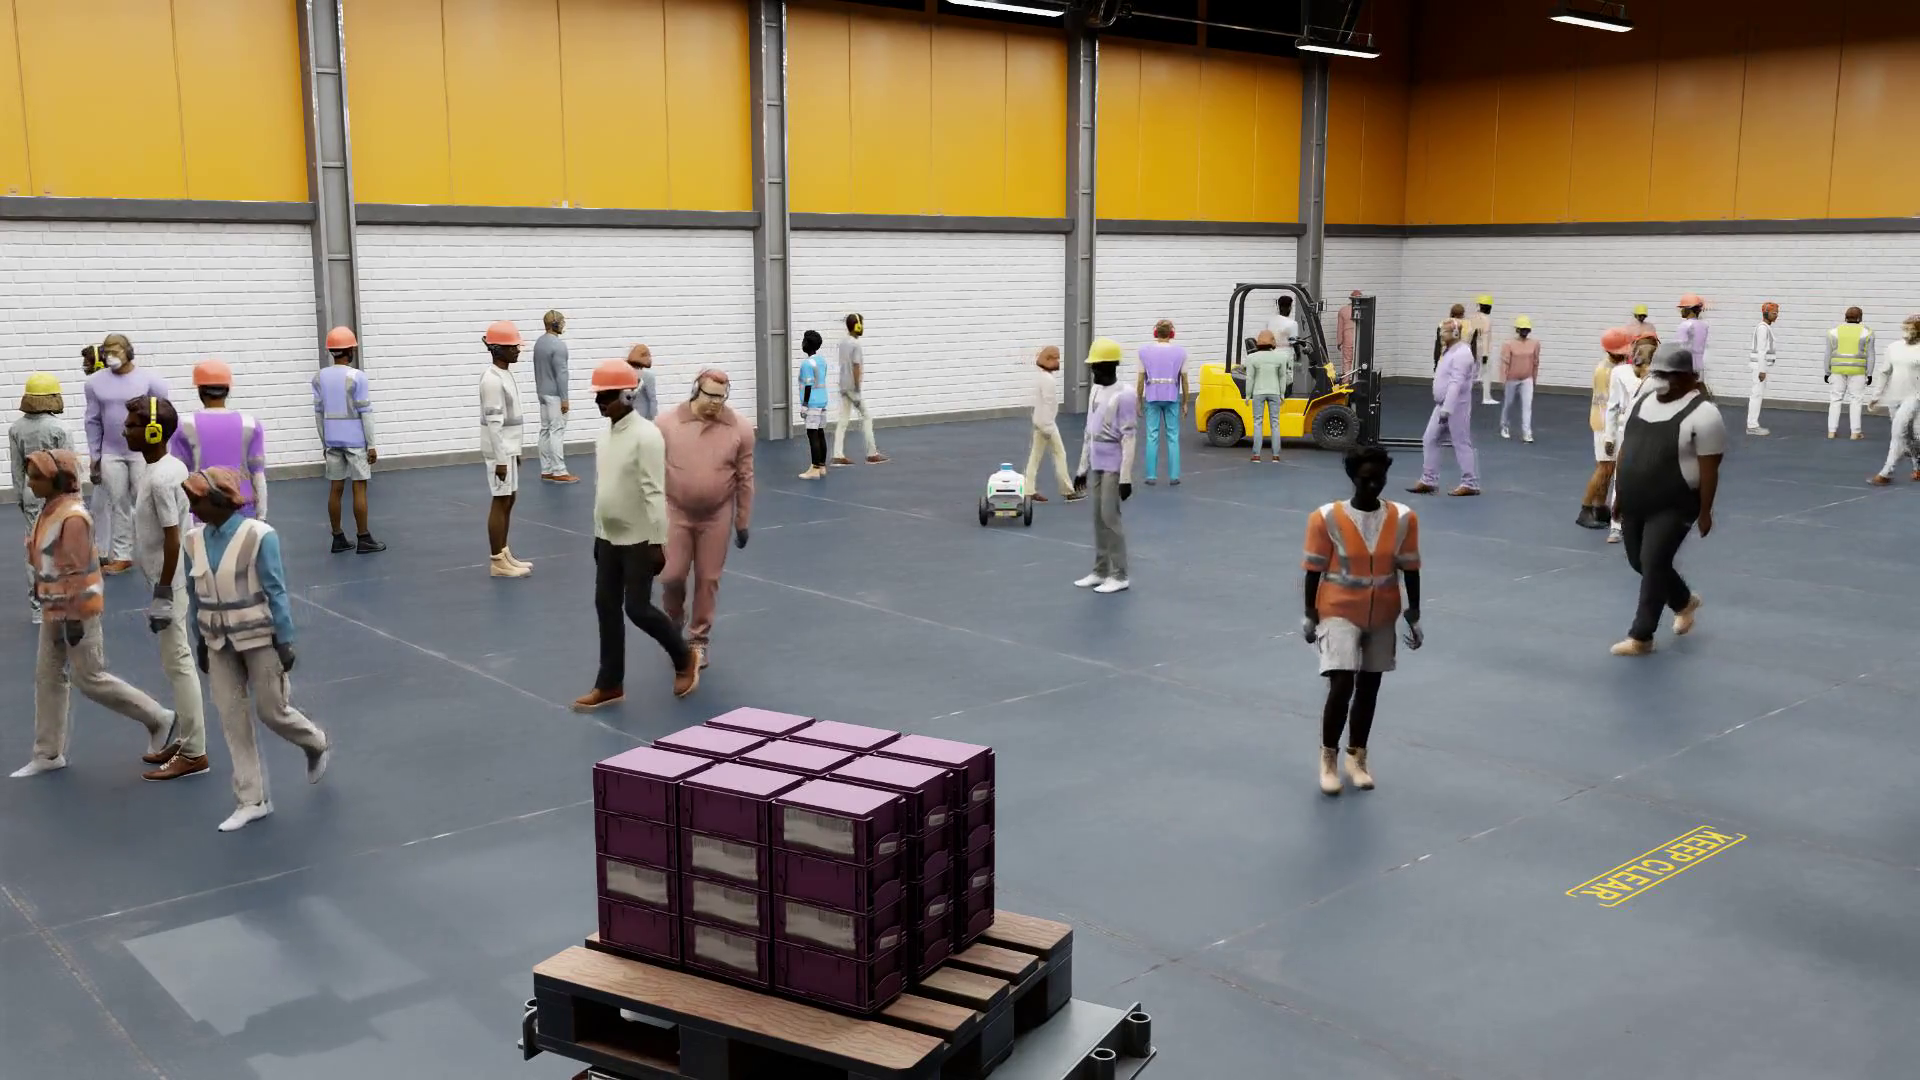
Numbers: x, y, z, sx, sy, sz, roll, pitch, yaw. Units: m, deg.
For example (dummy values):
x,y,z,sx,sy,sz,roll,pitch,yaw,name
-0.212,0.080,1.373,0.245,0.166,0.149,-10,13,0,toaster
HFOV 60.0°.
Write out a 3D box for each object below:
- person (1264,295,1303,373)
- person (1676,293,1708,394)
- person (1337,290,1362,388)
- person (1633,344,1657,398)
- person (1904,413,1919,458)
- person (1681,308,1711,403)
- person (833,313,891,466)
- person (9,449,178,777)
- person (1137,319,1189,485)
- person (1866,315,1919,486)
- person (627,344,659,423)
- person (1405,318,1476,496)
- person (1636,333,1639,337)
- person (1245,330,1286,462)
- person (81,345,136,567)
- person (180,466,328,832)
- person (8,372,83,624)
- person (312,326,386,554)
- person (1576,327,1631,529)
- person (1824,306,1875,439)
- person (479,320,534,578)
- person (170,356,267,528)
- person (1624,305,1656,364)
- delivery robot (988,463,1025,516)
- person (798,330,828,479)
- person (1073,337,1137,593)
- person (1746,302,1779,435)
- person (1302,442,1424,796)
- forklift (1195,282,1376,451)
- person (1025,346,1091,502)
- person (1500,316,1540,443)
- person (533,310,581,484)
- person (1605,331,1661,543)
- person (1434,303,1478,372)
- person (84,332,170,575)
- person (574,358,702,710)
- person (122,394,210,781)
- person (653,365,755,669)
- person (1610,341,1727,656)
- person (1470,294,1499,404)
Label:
x,y,z,sx,sy,sz,roll,pitch,yaw,name
4.971,-2.764,25.418,0.806,1.933,0.642,-7,12,-36,person
9.840,-2.317,22.539,0.607,2.037,0.391,-8,12,-38,person
7.345,-3.689,30.930,0.651,1.906,0.403,3,10,18,person
5.696,-0.704,13.783,0.341,1.807,0.647,3,10,20,person
12.138,-1.986,20.967,0.403,1.904,0.651,1,10,6,person
11.113,-2.739,25.422,1.017,1.878,0.566,5,11,25,person
-1.210,-1.818,20.180,0.860,1.831,0.565,-6,12,-33,person
-4.311,0.352,8.172,0.687,1.626,0.525,-9,13,-43,person
2.240,-1.516,18.393,0.570,1.840,0.373,1,10,4,person
10.564,-1.553,18.485,1.014,1.901,0.641,-3,10,-18,person
-3.384,-1.220,17.338,0.537,1.621,0.569,8,12,38,person
5.106,-1.393,17.580,0.821,1.878,0.661,-1,10,-3,person
8.235,-1.678,19.976,0.520,1.631,0.323,-9,13,-43,person
3.762,-1.768,20.482,0.498,1.633,0.284,0,10,1,person
-6.797,-0.660,13.449,0.836,1.832,0.515,-2,10,-10,person
-3.207,0.455,7.530,0.541,1.606,0.628,2,10,14,person
-6.265,-0.284,11.473,0.494,1.743,0.305,2,10,10,person
-5.217,-0.846,14.180,0.545,1.942,0.352,3,10,15,person
6.032,-1.042,15.524,0.394,1.885,0.645,6,11,30,person
12.346,-2.318,23.099,0.634,1.839,0.429,8,12,37,person
-3.573,-0.706,13.111,0.394,2.038,0.606,-1,10,-5,person
-4.633,-0.192,10.442,0.557,1.913,0.843,-7,12,-34,person
11.349,-3.054,27.757,0.535,1.719,0.888,0,10,-1,person
0.446,-0.488,15.867,0.477,0.478,0.707,0,10,3,delivery robot
-1.677,-1.539,18.950,0.318,1.700,0.535,2,10,14,person
1.112,-0.568,12.604,0.380,1.924,0.624,-4,10,-21,person
11.427,-2.440,23.683,0.339,1.882,0.581,5,11,27,person
1.886,0.374,7.796,0.548,1.680,0.480,-1,10,-8,person
4.328,-2.346,22.227,2.313,2.155,1.214,3,10,16,forklift
1.008,-1.179,17.084,0.752,1.600,0.523,-1,10,-8,person
7.697,-2.227,22.930,0.540,1.717,0.917,0,10,3,person
-4.541,-1.597,18.590,0.376,1.940,0.629,-8,12,-38,person
5.993,-0.898,14.654,0.584,1.882,0.346,3,10,19,person
7.540,-2.681,25.292,0.628,1.822,0.631,0,10,1,person
-6.593,-0.677,13.203,0.635,1.937,0.358,-1,10,-3,person
-1.829,-0.030,9.326,0.665,1.974,0.679,-10,14,-44,person
-3.881,0.227,8.098,0.328,1.876,0.513,-4,11,-24,person
-1.620,-0.145,10.278,0.724,1.873,0.501,-2,10,-9,person
4.558,-0.303,10.713,0.896,2.000,0.686,-5,11,-26,person
8.832,-3.251,28.392,0.807,1.900,0.594,-2,10,-12,person
